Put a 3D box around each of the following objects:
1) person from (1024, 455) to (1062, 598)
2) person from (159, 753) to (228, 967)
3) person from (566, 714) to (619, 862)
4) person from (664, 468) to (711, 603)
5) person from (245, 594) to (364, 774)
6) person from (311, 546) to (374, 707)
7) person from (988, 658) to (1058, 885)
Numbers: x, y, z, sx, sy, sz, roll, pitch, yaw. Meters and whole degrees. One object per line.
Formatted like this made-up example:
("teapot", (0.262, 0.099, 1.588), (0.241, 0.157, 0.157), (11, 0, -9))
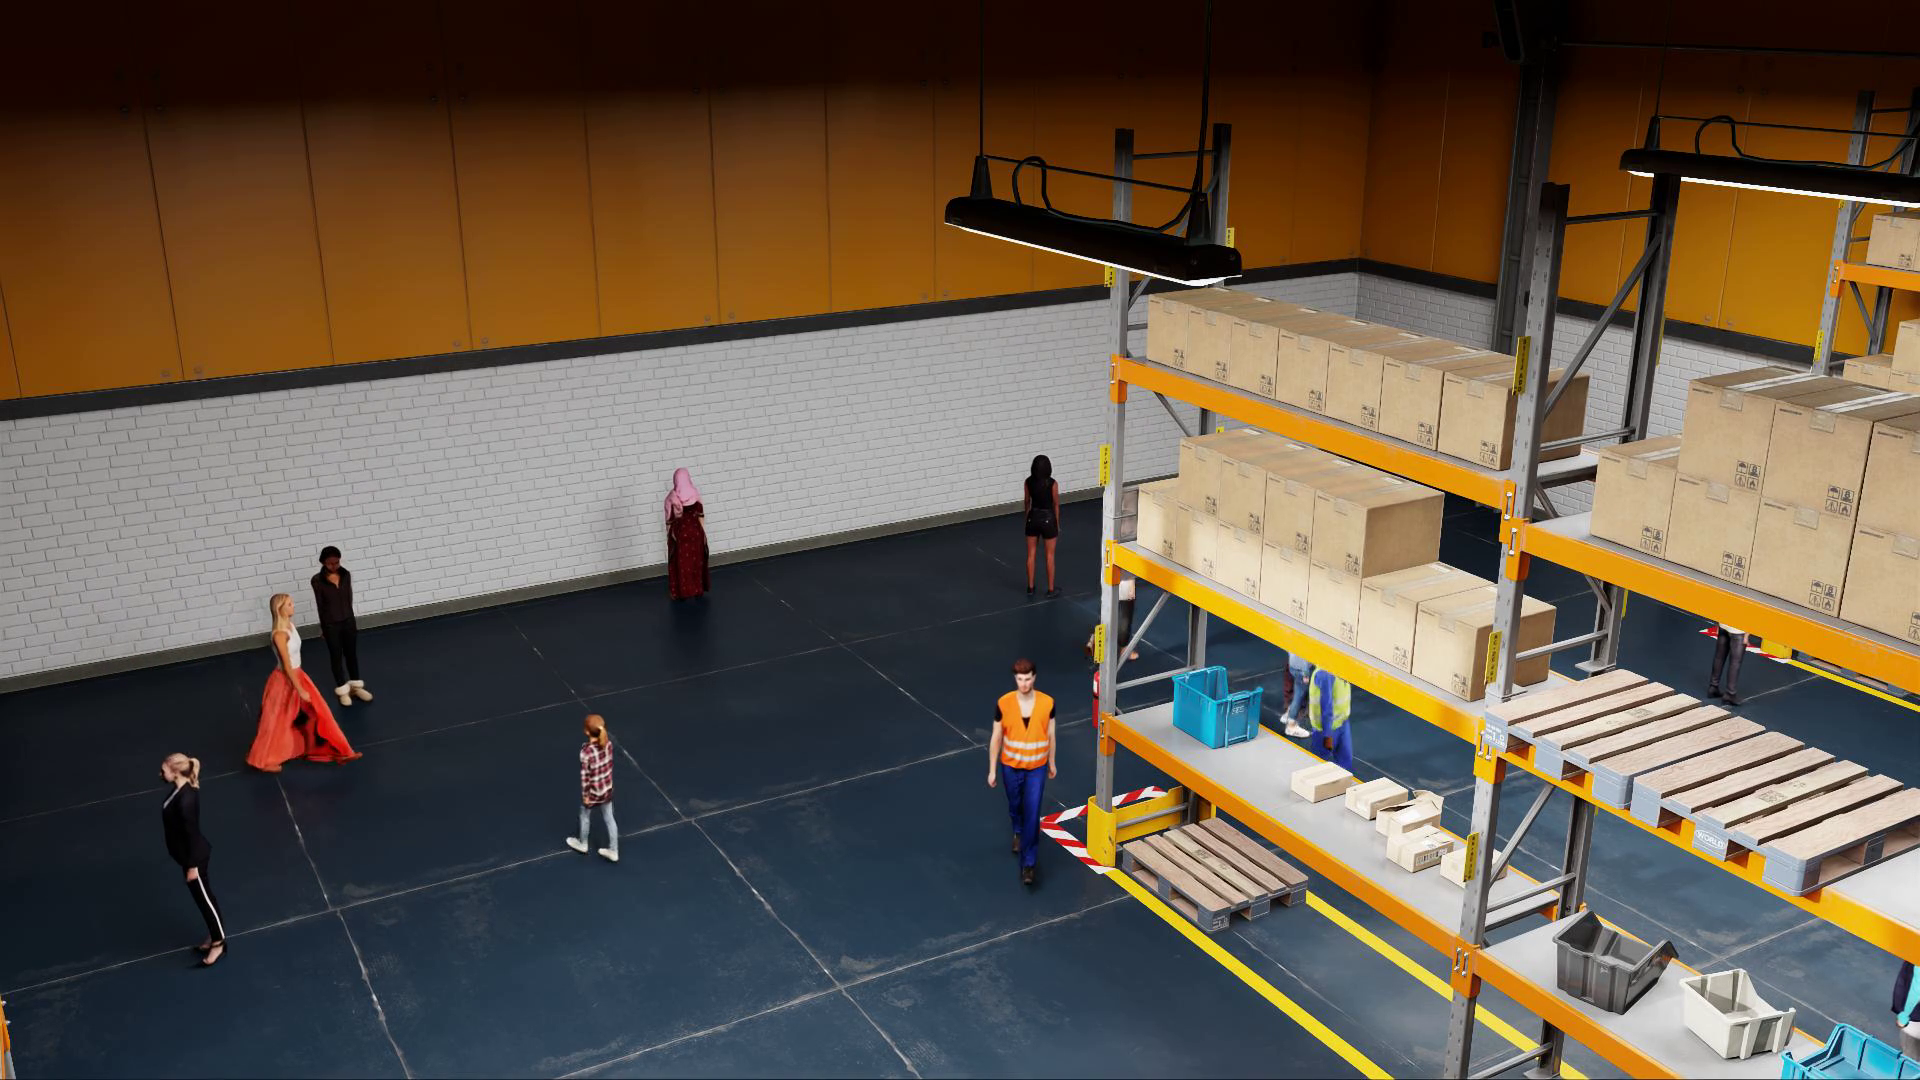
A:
("person", (0.969, -0.178, 19.840), (0.657, 1.740, 0.746), (8, 20, 22))
("person", (-5.684, 2.360, 12.358), (0.687, 1.705, 0.485), (-8, 20, -24))
("person", (-2.973, 2.083, 13.833), (0.838, 1.289, 0.702), (14, 23, 36))
("person", (-3.243, -0.074, 19.692), (0.716, 1.638, 0.679), (-5, 19, -16))
("person", (-6.244, 1.373, 15.227), (1.119, 1.744, 1.285), (0, 19, -1))
("person", (-6.335, 0.844, 16.929), (0.650, 1.662, 0.715), (-16, 25, -40))
("person", (0.525, 1.822, 13.745), (1.146, 1.839, 1.317), (1, 19, 4))
